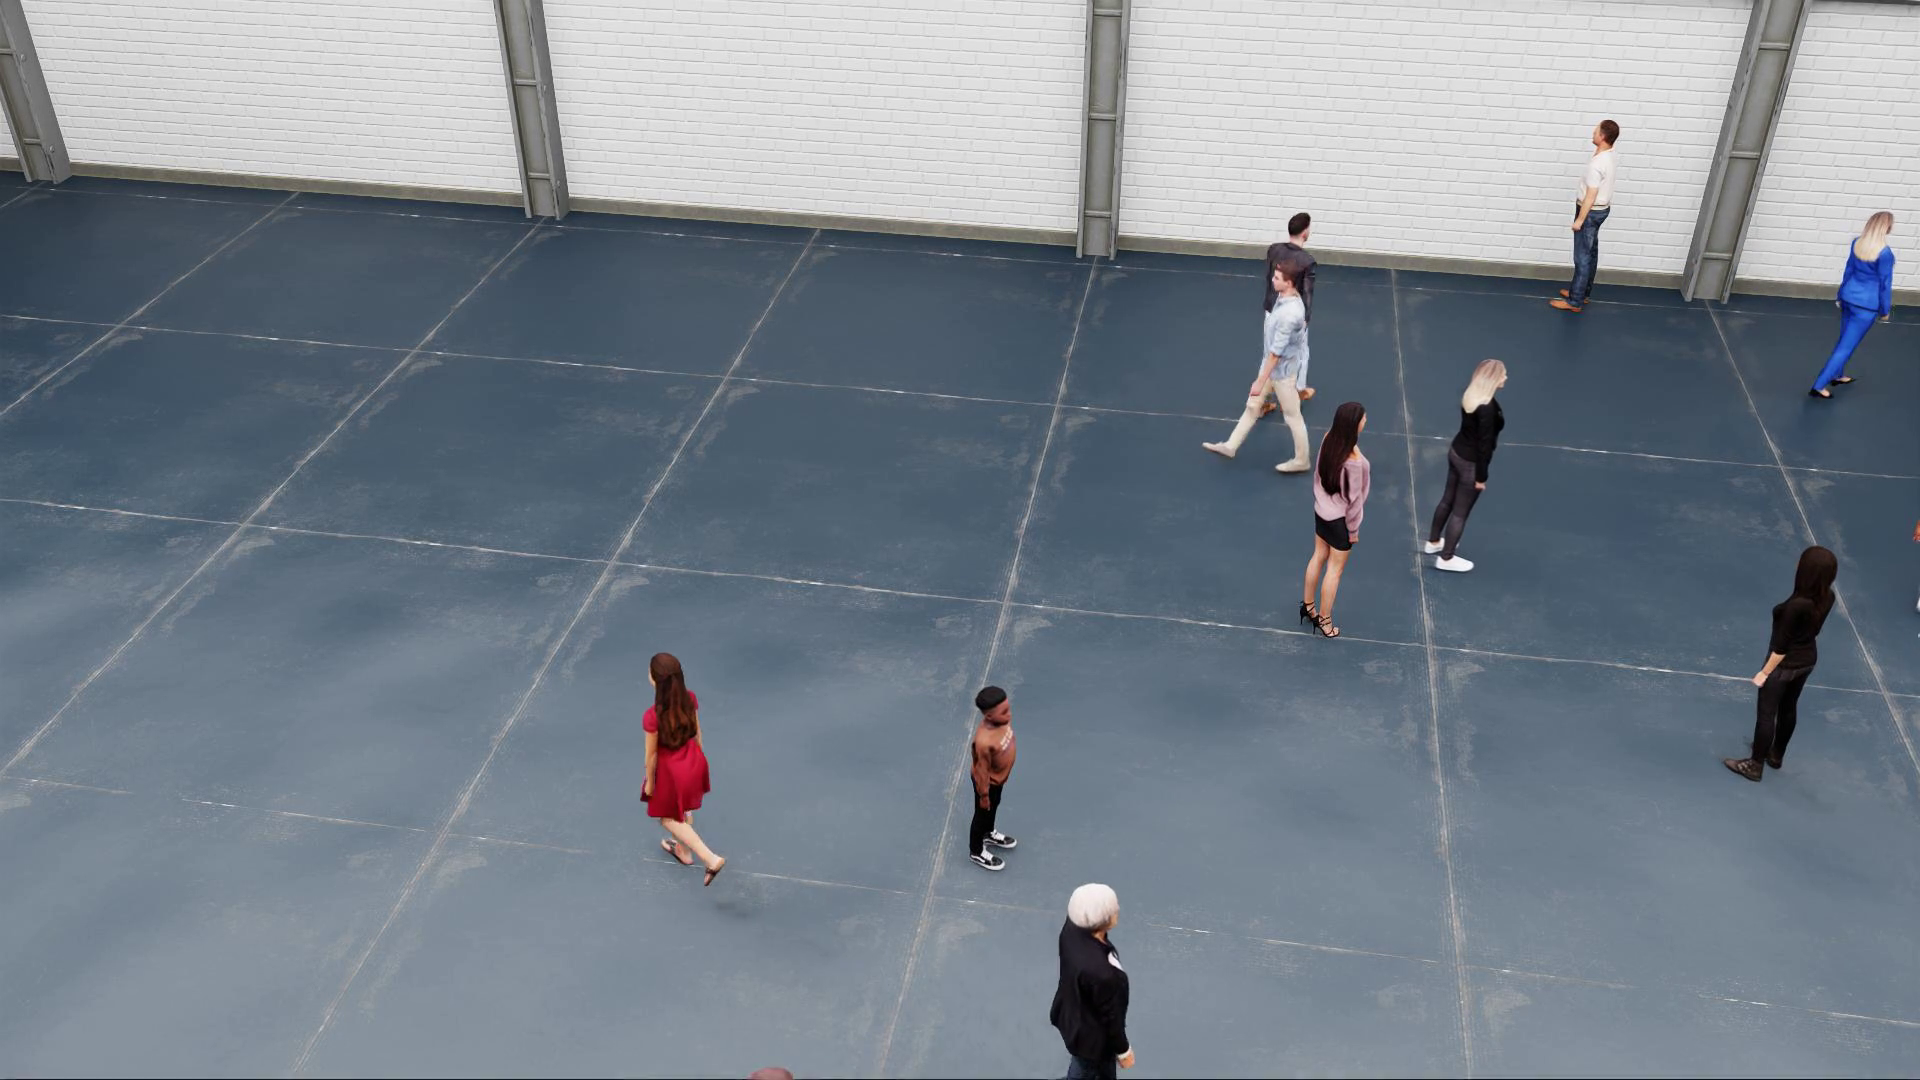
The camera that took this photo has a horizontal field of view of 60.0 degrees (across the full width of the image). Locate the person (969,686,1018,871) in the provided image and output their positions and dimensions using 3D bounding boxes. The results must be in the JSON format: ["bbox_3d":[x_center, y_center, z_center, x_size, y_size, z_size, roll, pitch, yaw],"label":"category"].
[{"bbox_3d":[0.170,1.350,9.605,0.533,1.252,0.556,14,36,19],"label":"person"}]

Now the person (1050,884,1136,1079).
[{"bbox_3d":[0.535,2.268,7.868,1.149,1.759,0.921,-4,34,-7],"label":"person"}]

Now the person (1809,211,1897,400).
[{"bbox_3d":[7.652,-1.991,14.233,0.947,1.693,0.811,-8,34,-12],"label":"person"}]

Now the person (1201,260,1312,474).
[{"bbox_3d":[2.625,-1.313,13.108,1.123,1.810,0.706,3,34,4],"label":"person"}]

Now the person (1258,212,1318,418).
[{"bbox_3d":[2.665,-1.834,13.887,0.952,1.816,0.959,25,41,32],"label":"person"}]

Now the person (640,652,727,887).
[{"bbox_3d":[-1.566,1.318,9.394,0.928,1.538,0.776,24,41,32],"label":"person"}]

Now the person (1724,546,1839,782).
[{"bbox_3d":[5.061,0.759,10.143,0.641,1.641,0.722,-17,37,-24],"label":"person"}]

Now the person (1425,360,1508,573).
[{"bbox_3d":[3.674,-0.551,12.079,0.658,1.679,0.682,-4,34,-6],"label":"person"}]

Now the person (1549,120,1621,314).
[{"bbox_3d":[5.977,-3.067,15.704,0.739,1.856,0.748,23,40,30],"label":"person"}]

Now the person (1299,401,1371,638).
[{"bbox_3d":[2.553,-0.141,11.343,0.710,1.811,0.707,-12,36,-18],"label":"person"}]
